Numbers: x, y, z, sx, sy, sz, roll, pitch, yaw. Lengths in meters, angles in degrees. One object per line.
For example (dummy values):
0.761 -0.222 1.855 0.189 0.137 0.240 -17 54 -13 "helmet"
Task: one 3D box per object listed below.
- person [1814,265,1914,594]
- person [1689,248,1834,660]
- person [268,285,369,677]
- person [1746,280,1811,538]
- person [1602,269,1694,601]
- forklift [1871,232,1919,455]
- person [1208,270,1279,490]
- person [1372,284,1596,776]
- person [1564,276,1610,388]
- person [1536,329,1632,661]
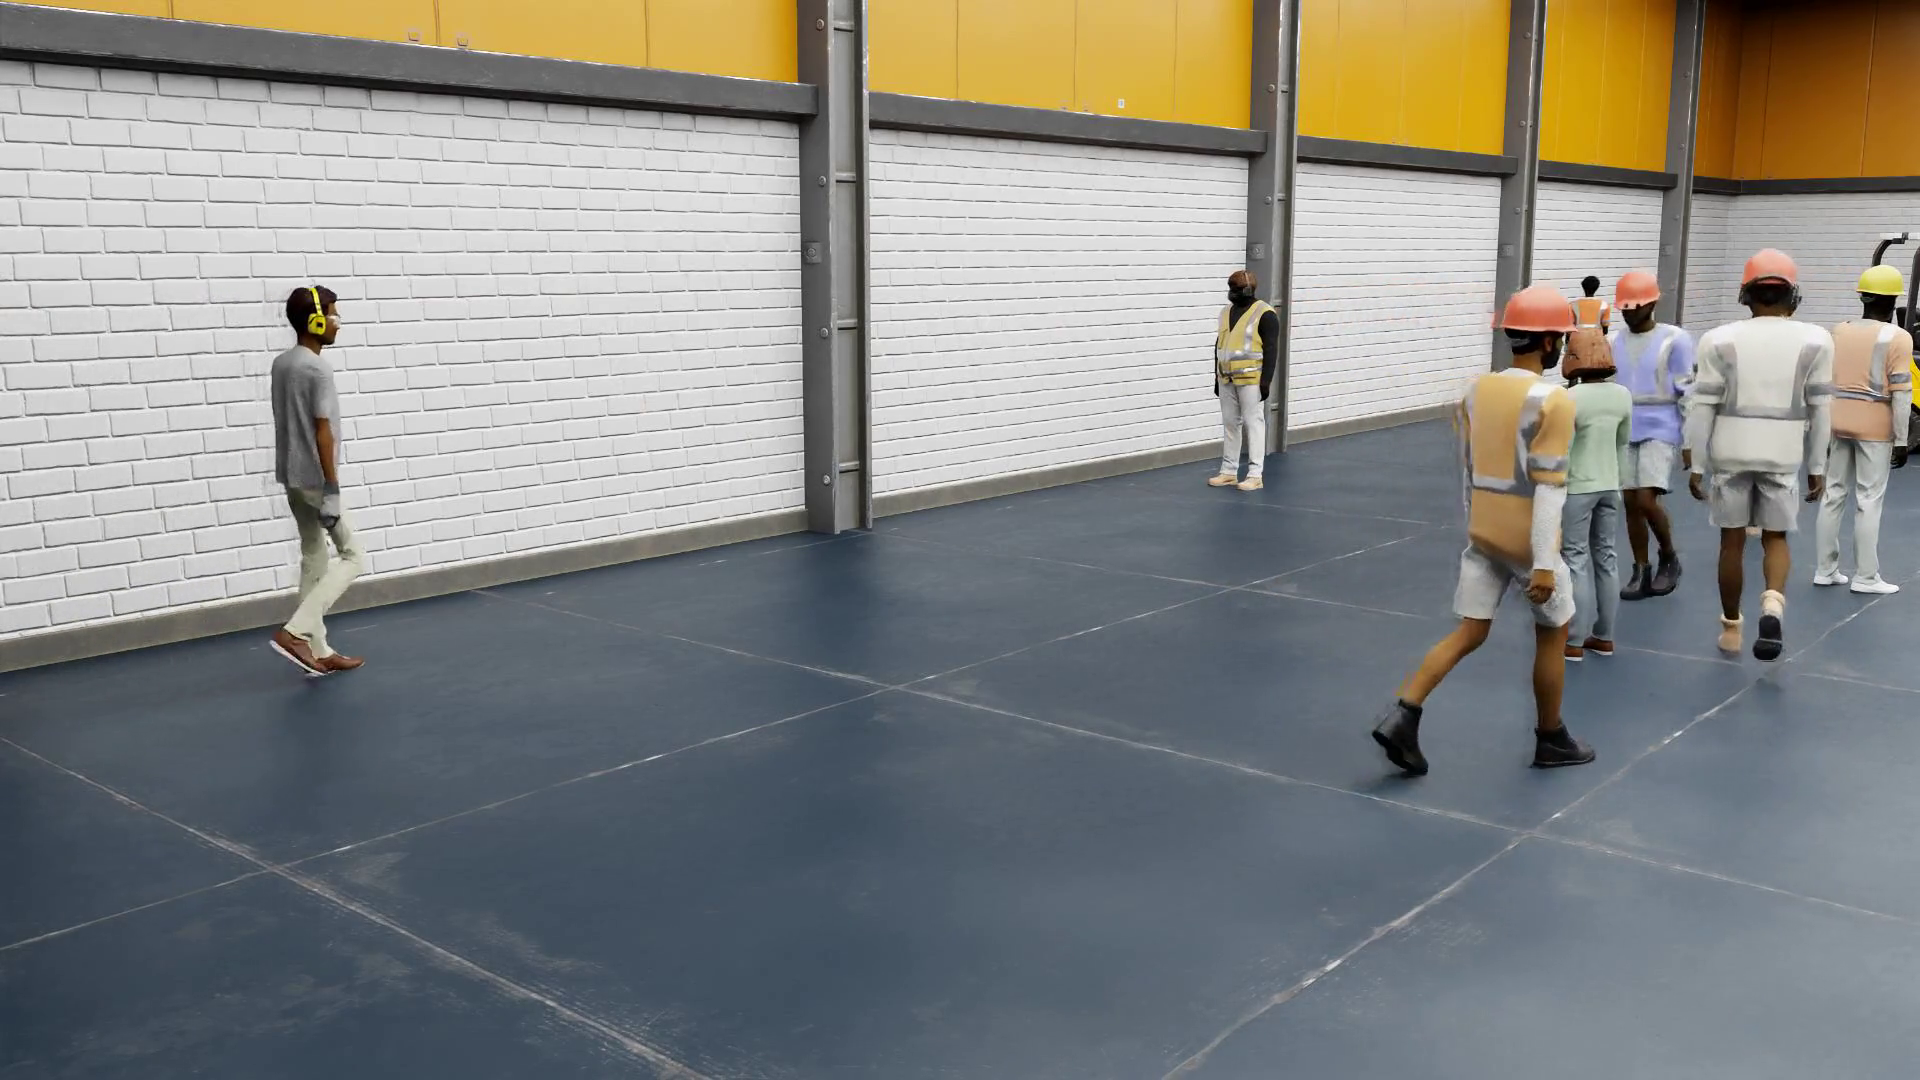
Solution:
5.325 -0.644 9.797 0.369 1.927 0.588 -5 11 -24 "person"
3.876 -0.393 8.084 0.623 2.028 0.658 4 11 20 "person"
-3.046 -0.258 7.801 0.532 1.854 0.430 8 13 39 "person"
5.775 -0.929 11.717 0.711 1.819 0.535 -6 12 -33 "person"
3.885 -0.587 9.531 0.453 1.903 0.581 -7 12 -37 "person"
9.955 -1.972 16.595 2.313 2.155 1.214 1 10 8 "forklift"
2.368 -1.340 14.007 0.429 1.839 0.634 -7 12 -37 "person"
2.047 -0.018 6.331 0.944 1.904 0.551 -4 11 -24 "person"
7.741 -2.413 20.556 0.535 1.690 0.320 2 10 13 "person"
3.078 -0.219 8.212 0.501 1.631 0.287 -5 11 -25 "person"
